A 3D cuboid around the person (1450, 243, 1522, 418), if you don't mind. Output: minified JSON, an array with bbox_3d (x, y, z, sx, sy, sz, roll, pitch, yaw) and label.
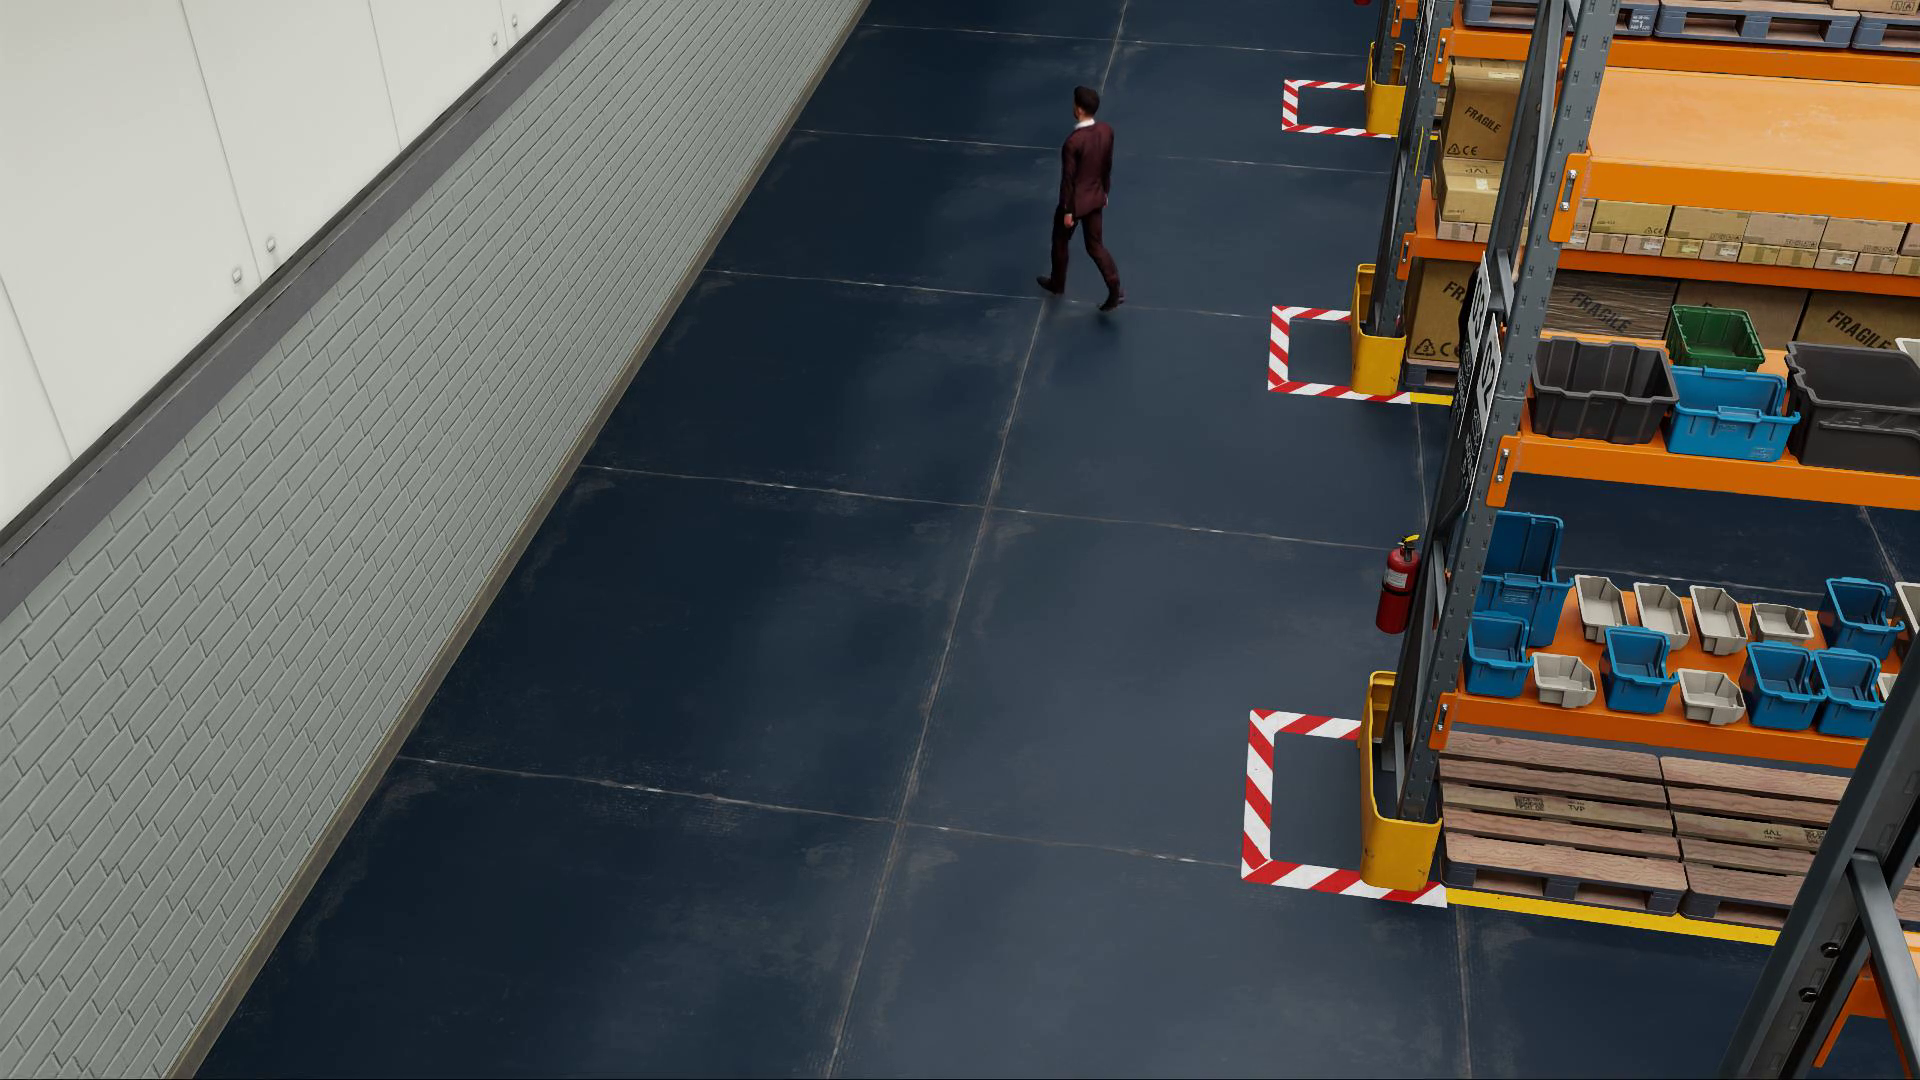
[{"bbox_3d":[3.680,-1.355,11.627,0.624,1.687,0.745,25,44,29],"label":"person"}]

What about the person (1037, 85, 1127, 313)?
[{"bbox_3d":[1.031,-2.670,13.230,1.163,1.841,1.261,-25,44,-30],"label":"person"}]
